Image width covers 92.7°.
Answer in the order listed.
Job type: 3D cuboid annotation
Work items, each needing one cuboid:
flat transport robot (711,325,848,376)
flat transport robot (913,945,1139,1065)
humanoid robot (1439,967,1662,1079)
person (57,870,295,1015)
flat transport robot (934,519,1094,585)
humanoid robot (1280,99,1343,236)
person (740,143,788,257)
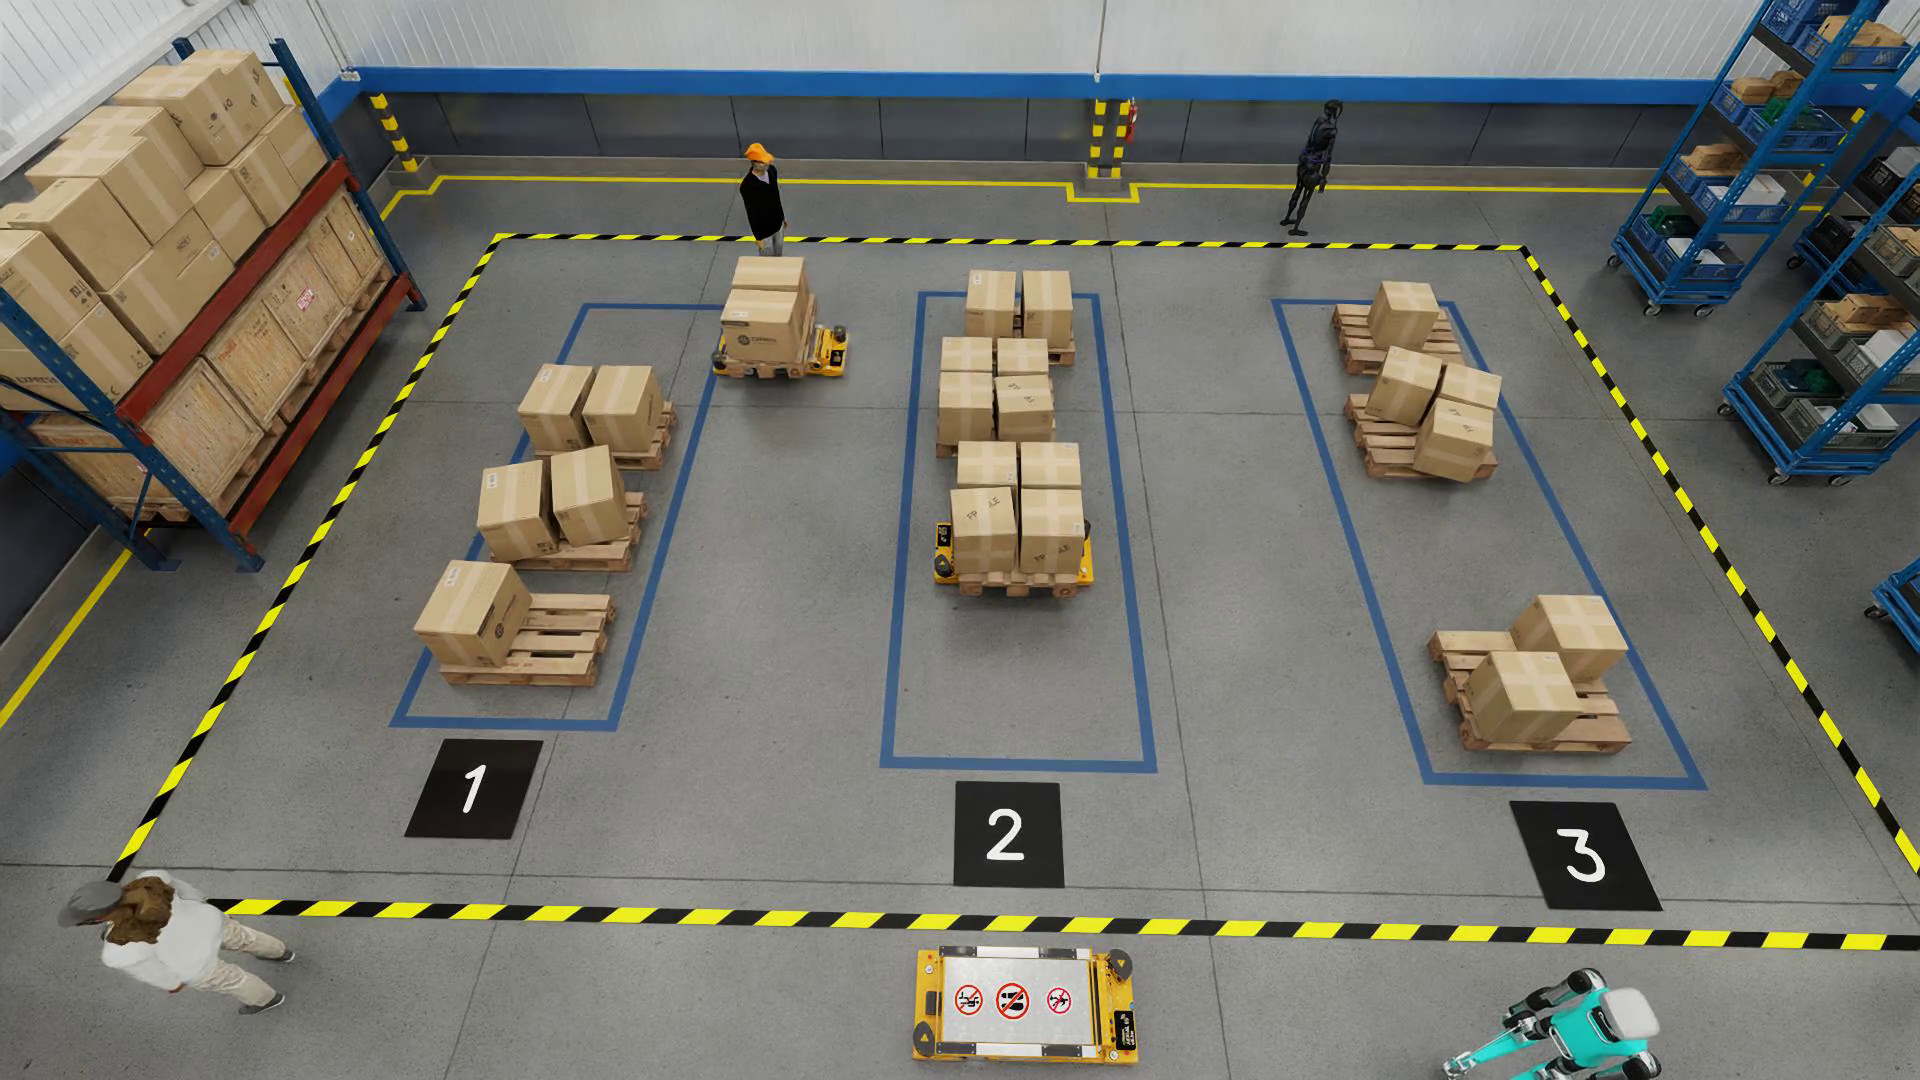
[{"bbox_3d":[-1.997,-2.124,10.199,1.431,0.197,0.652,1,51,1],"label":"flat transport robot"},{"bbox_3d":[0.422,3.041,6.007,1.431,0.231,0.659,1,51,1],"label":"flat transport robot"},{"bbox_3d":[3.107,2.911,5.126,0.735,1.744,0.538,-11,52,-9],"label":"humanoid robot"},{"bbox_3d":[-4.644,2.431,5.534,0.398,1.769,0.572,-7,51,-6],"label":"person"},{"bbox_3d":[0.490,0.087,8.397,1.431,0.197,0.652,1,51,1],"label":"flat transport robot"},{"bbox_3d":[4.359,-4.610,11.326,0.315,1.655,0.599,-7,51,-6],"label":"humanoid robot"},{"bbox_3d":[-2.156,-3.550,10.339,0.361,1.884,0.587,19,53,15],"label":"person"}]
